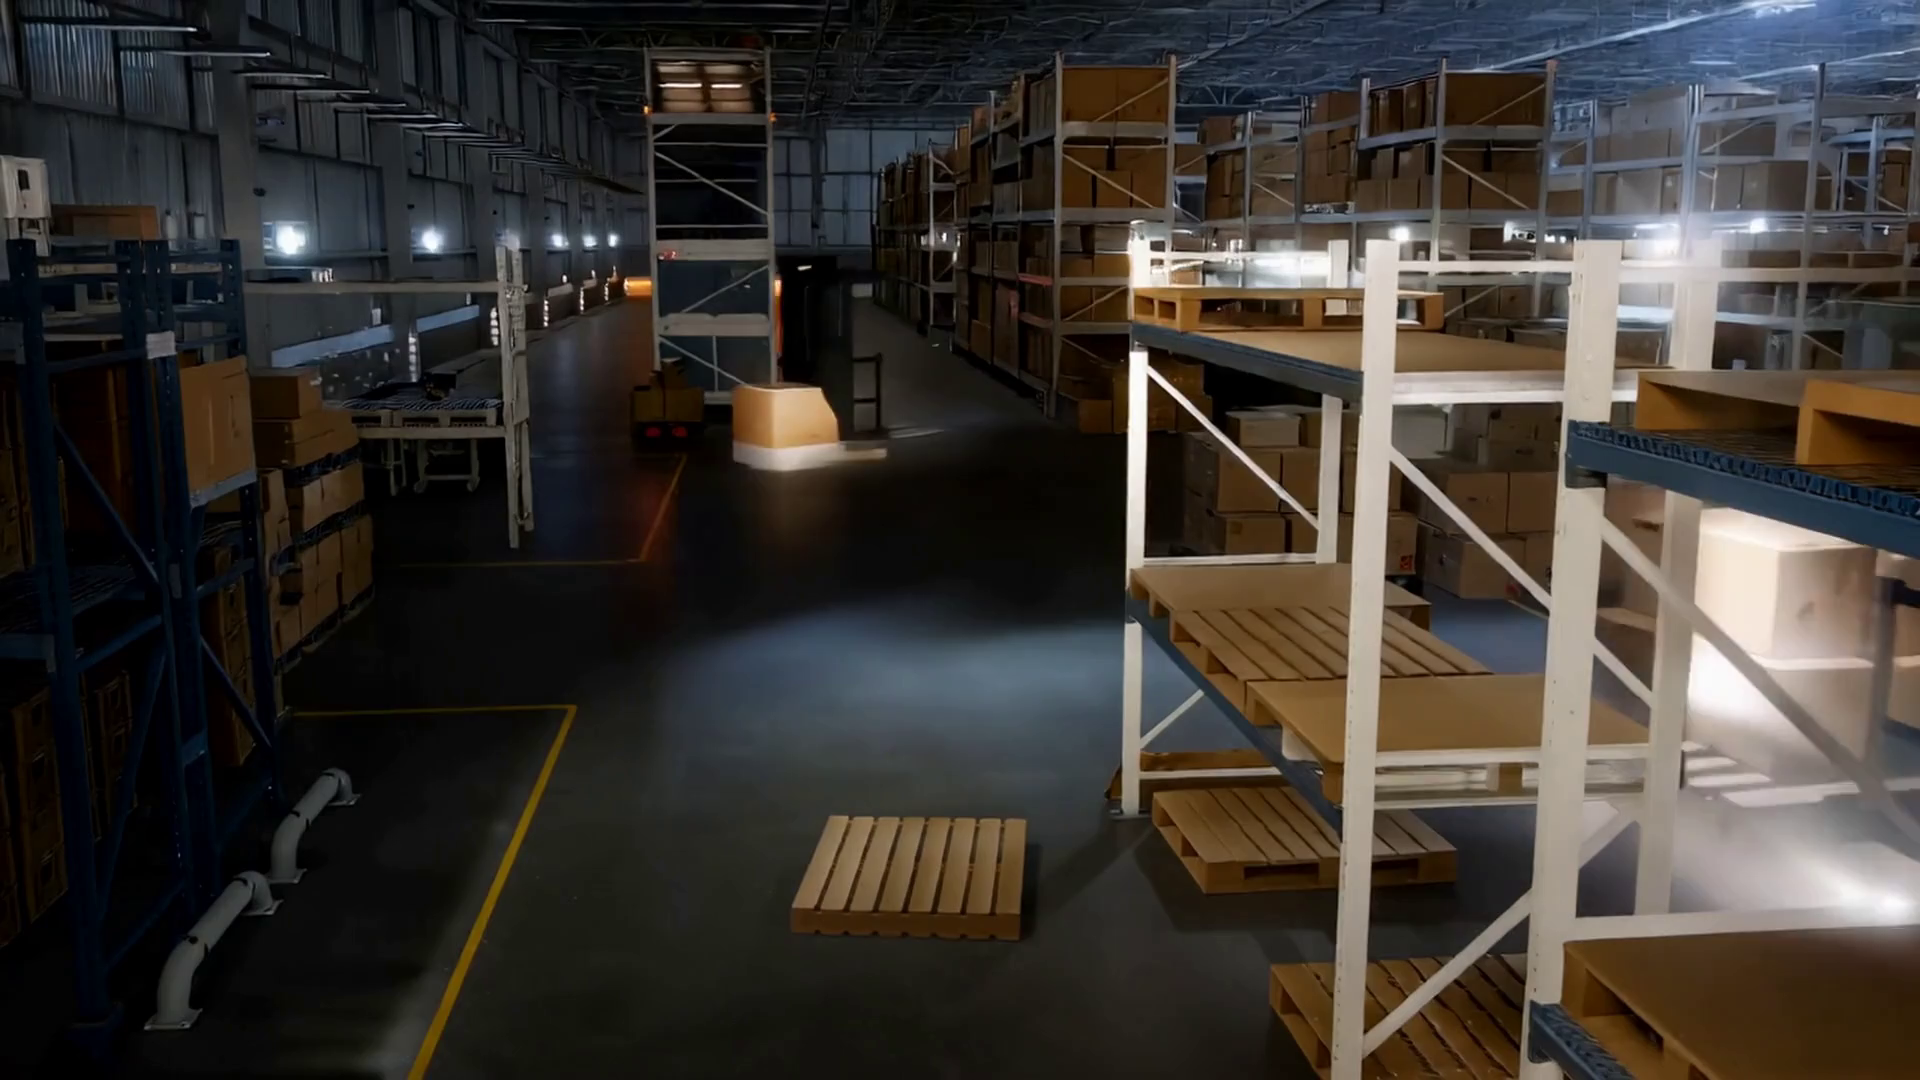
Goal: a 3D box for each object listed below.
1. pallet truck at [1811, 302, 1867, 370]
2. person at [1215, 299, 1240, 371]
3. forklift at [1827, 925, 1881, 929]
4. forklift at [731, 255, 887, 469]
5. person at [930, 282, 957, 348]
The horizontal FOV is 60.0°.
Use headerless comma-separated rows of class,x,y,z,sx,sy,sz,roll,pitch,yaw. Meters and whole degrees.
pallet truck,15.846,-3.142,28.793,1.885,1.965,0.823,2,10,12
person,6.186,-4.785,38.415,0.650,1.814,0.618,-2,10,-12
forklift,4.481,0.505,6.135,1.129,2.768,1.873,-2,11,-13
forklift,-2.080,-2.450,22.507,1.873,2.768,1.129,-9,13,-40
person,-0.323,-6.276,46.542,0.999,1.850,0.676,2,11,13
